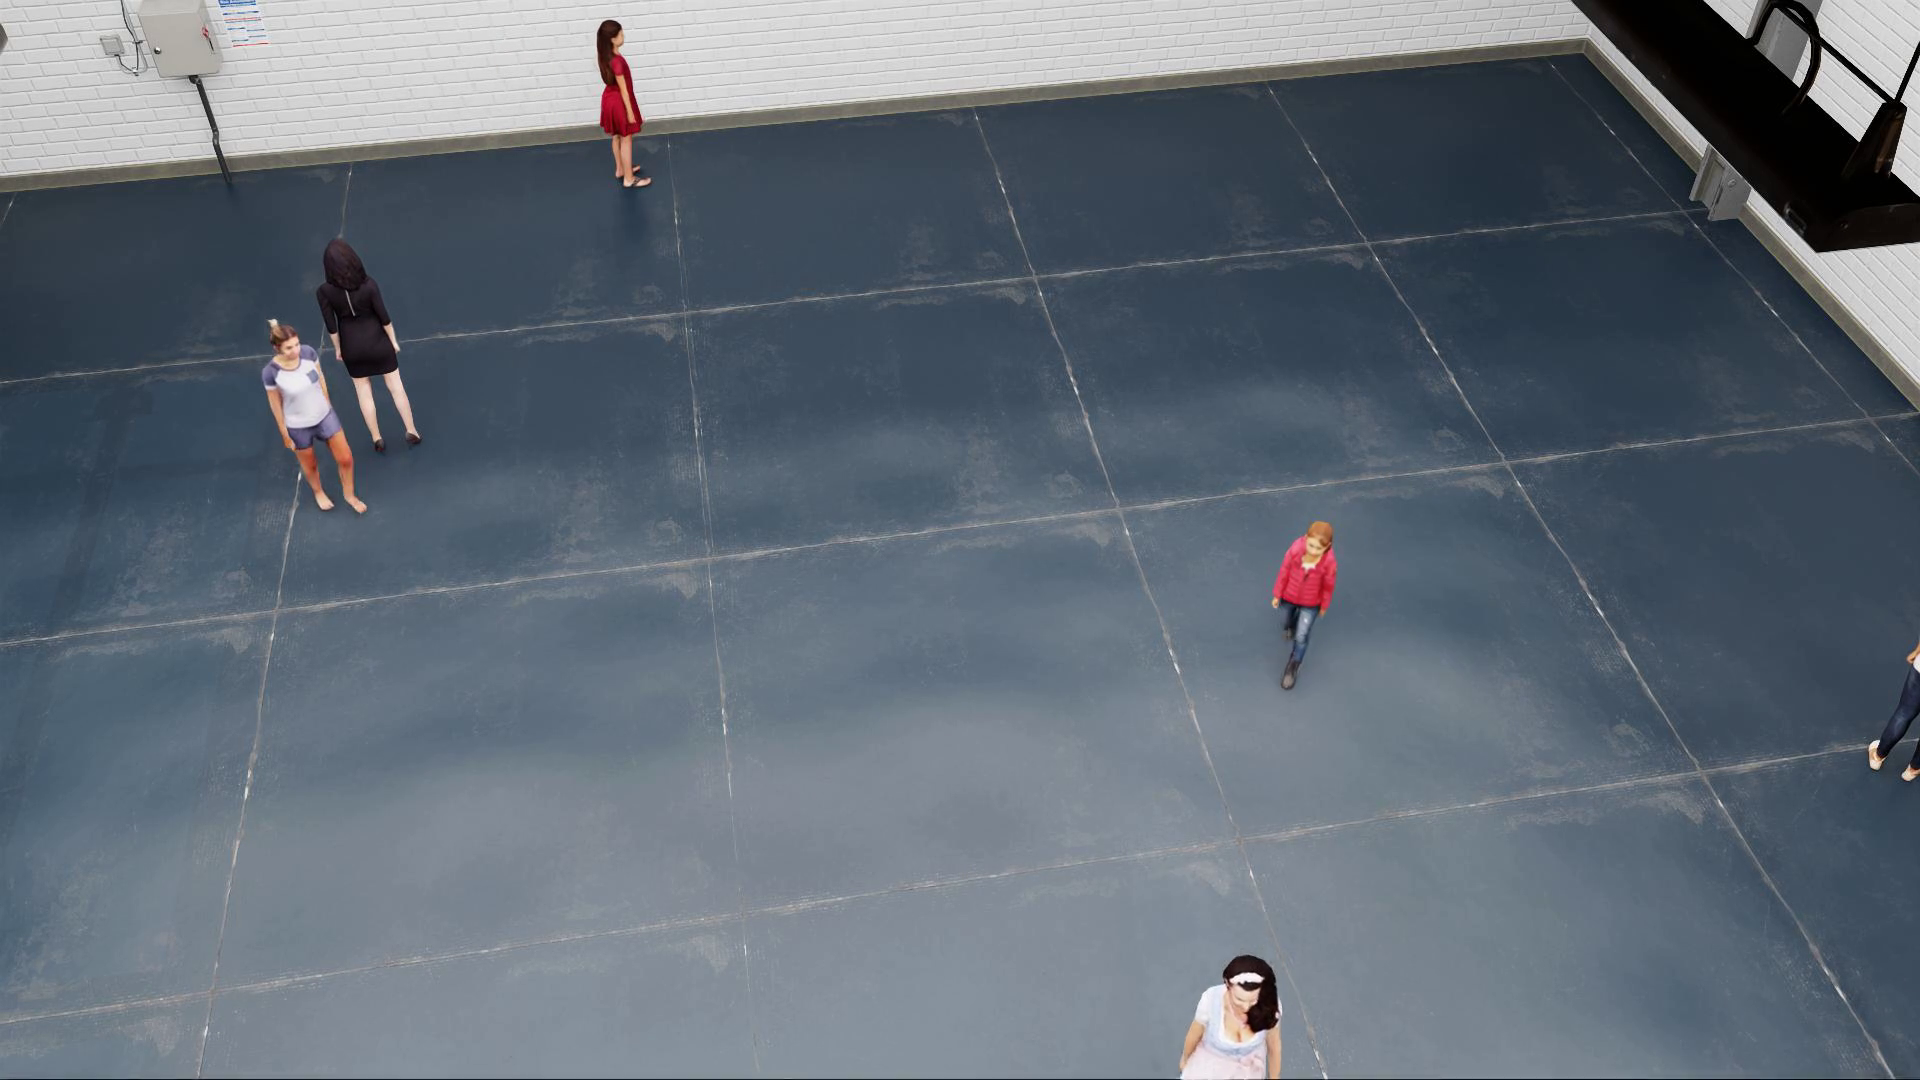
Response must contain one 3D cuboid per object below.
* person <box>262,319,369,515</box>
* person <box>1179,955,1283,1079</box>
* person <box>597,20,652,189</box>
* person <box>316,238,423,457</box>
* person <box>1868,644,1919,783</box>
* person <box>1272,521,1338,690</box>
[{"bbox_3d":[-4.623,-0.880,11.698,0.764,1.601,0.830,-33,52,-29],"label":"person"},{"bbox_3d":[1.274,2.475,8.059,0.729,1.764,1.197,-2,44,-2],"label":"person"},{"bbox_3d":[-3.064,-3.923,14.928,0.700,1.552,0.638,-23,48,-22],"label":"person"},{"bbox_3d":[-4.306,-1.374,12.068,0.600,1.807,0.499,-9,44,-9],"label":"person"},{"bbox_3d":[5.844,0.776,9.827,0.670,1.785,0.726,25,49,24],"label":"person"},{"bbox_3d":[2.196,0.337,10.638,0.769,1.302,0.868,19,47,19],"label":"person"}]
